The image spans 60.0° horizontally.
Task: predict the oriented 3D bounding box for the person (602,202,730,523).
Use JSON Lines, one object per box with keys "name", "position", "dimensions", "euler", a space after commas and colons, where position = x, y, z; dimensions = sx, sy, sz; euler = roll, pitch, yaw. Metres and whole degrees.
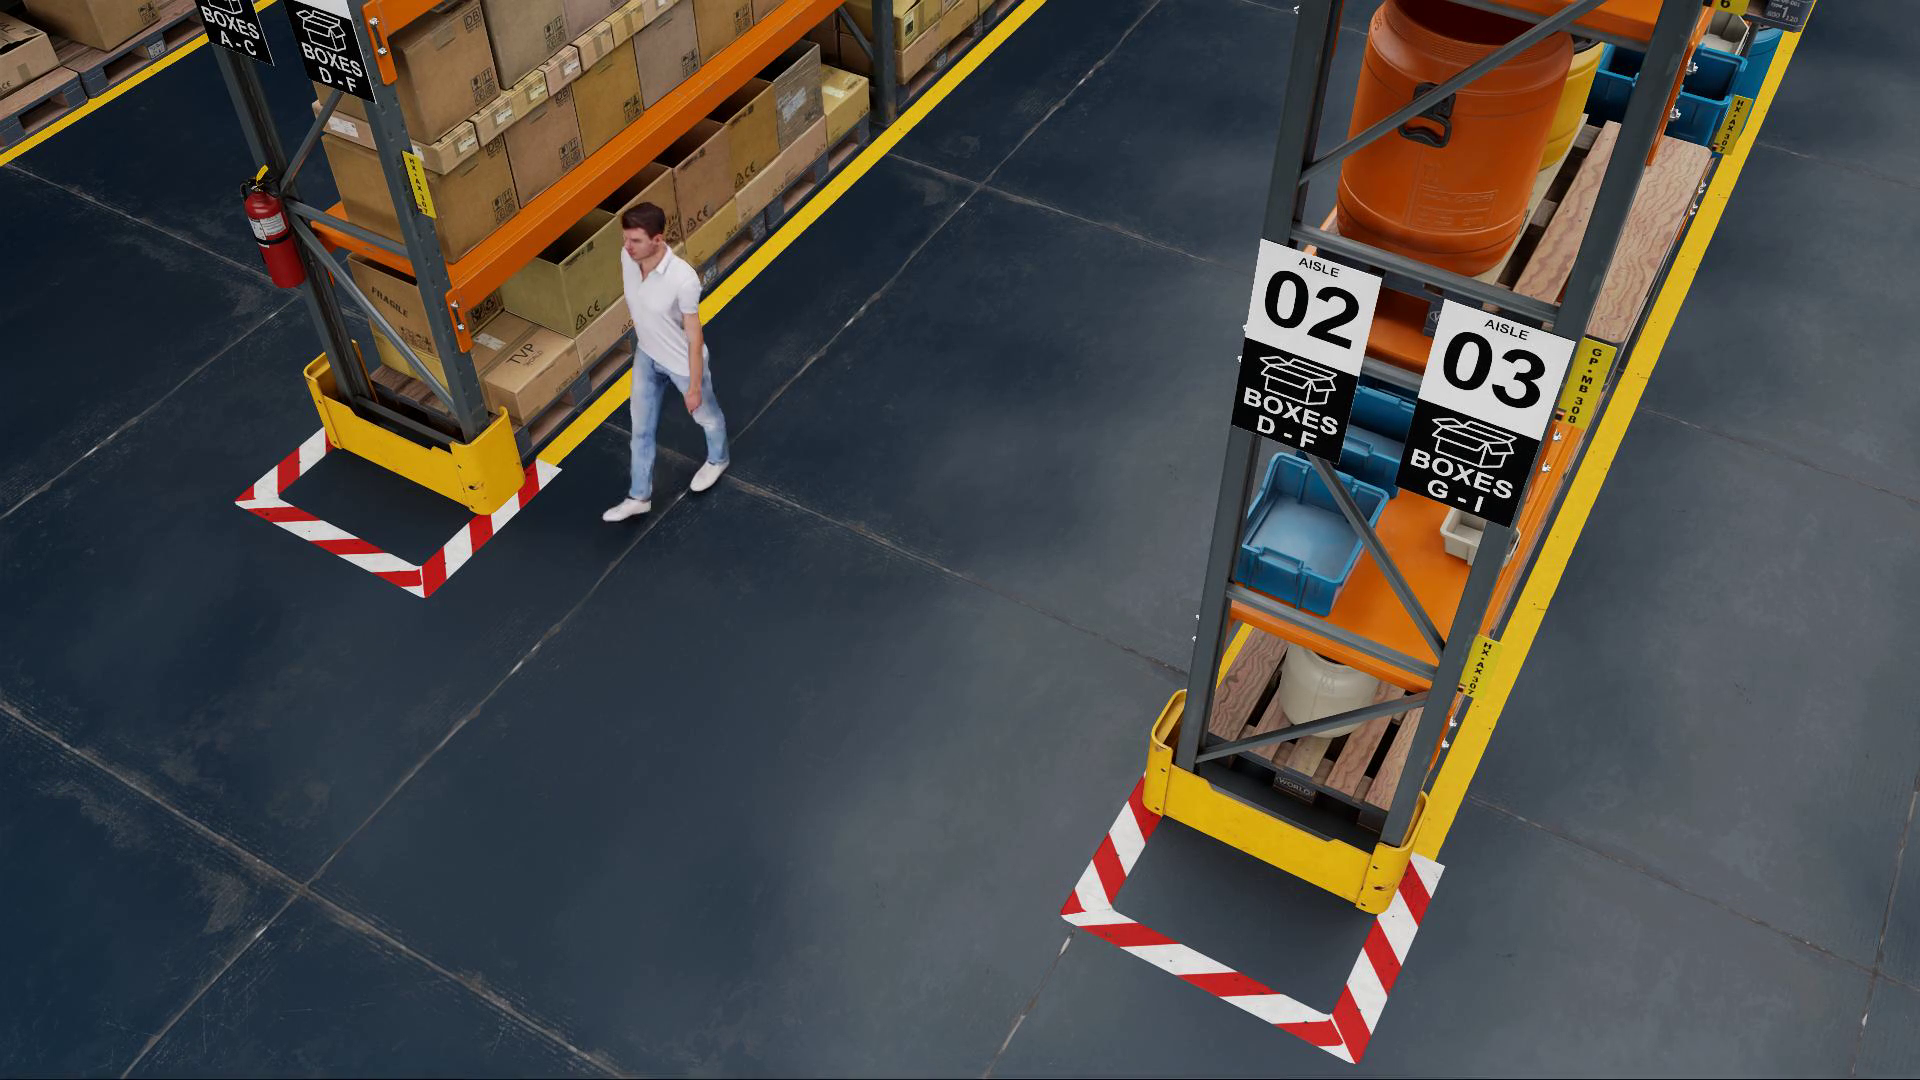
{"name": "person", "position": [-1.366, -0.944, 8.264], "dimensions": [0.722, 1.826, 1.017], "euler": [26, 53, 22]}
